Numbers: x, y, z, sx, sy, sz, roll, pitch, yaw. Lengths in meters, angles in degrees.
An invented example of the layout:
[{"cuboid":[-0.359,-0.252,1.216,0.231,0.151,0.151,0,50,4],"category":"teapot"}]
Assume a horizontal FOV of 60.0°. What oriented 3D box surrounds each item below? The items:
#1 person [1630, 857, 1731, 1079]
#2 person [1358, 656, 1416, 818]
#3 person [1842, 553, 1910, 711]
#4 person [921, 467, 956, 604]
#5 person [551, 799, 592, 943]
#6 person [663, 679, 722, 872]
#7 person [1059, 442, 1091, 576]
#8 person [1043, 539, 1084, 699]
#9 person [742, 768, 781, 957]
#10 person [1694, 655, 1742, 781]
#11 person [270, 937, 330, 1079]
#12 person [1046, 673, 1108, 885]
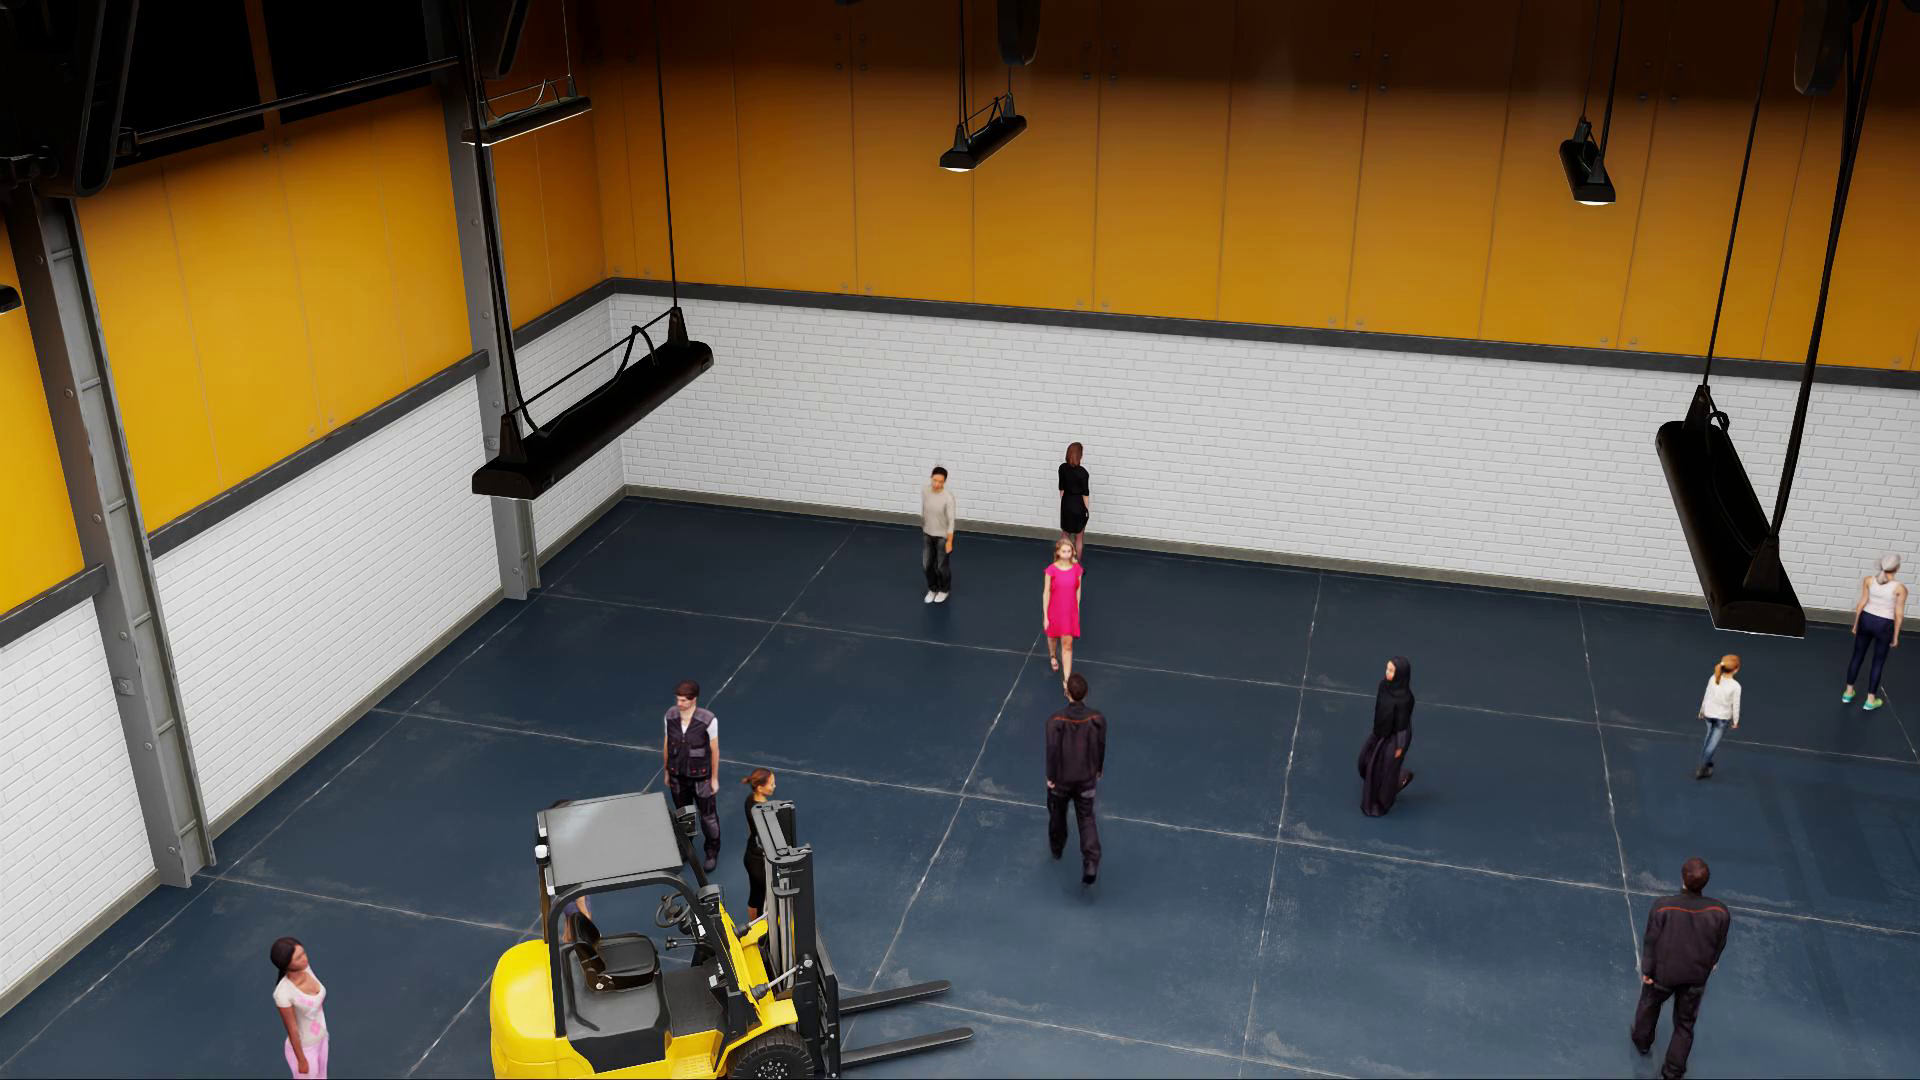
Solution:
[{"cuboid":[5.180,3.157,11.950,0.719,1.814,0.846,7,25,16],"category":"person"},{"cuboid":[4.034,1.793,15.331,0.906,1.606,0.878,-9,25,-19],"category":"person"},{"cuboid":[9.450,0.927,17.191,0.712,1.702,0.690,-19,30,-37],"category":"person"},{"cuboid":[-0.245,-0.083,19.414,0.766,1.773,0.791,19,30,37],"category":"person"},{"cuboid":[-3.009,2.764,12.951,0.710,1.733,0.633,-11,26,-24],"category":"person"},{"cuboid":[-2.333,2.023,14.503,0.651,1.848,0.561,5,24,12],"category":"person"},{"cuboid":[1.378,-0.380,20.175,0.650,1.707,0.627,17,29,34],"category":"person"},{"cuboid":[1.052,0.752,17.619,0.842,1.679,1.131,-3,24,-7],"category":"person"},{"cuboid":[-1.609,2.584,13.444,0.719,1.668,0.636,-10,25,-21],"category":"person"},{"cuboid":[7.197,1.708,15.899,0.686,1.306,0.626,-16,28,-32],"category":"person"},{"cuboid":[-4.469,3.452,11.369,0.685,1.740,0.526,1,24,1],"category":"person"},{"cuboid":[1.003,2.078,14.330,0.966,1.884,1.258,-2,24,-5],"category":"person"}]
